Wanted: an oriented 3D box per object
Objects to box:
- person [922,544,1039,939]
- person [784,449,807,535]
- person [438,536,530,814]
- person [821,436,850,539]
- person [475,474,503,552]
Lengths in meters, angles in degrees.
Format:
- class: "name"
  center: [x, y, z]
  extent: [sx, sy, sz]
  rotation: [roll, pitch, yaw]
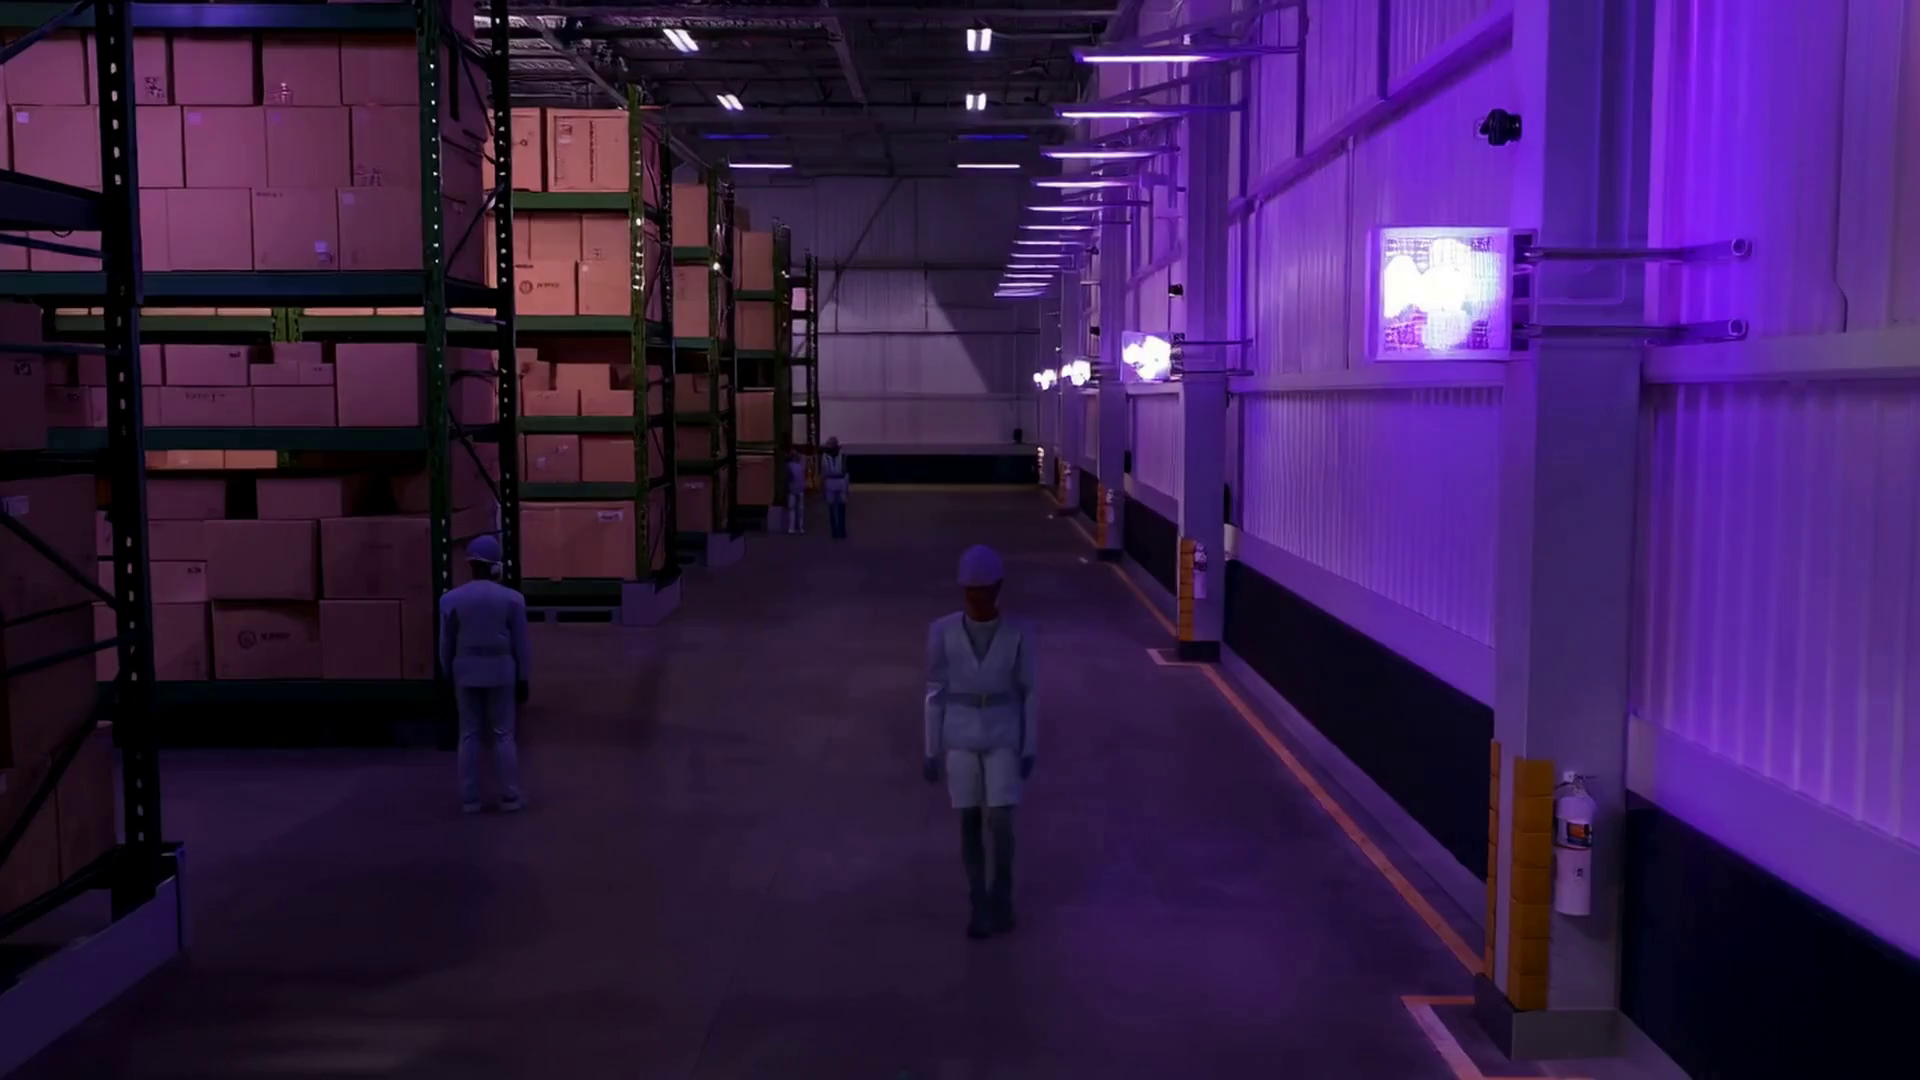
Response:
- class: "person"
  center: [0.094, 0.976, 8.037]
  extent: [0.555, 1.918, 0.407]
  rotation: [1, 5, 8]
- class: "person"
  center: [-3.117, -0.902, 31.571]
  extent: [0.513, 1.640, 0.309]
  rotation: [-5, 7, -44]
- class: "person"
  center: [-2.989, 0.849, 10.503]
  extent: [0.565, 1.750, 0.341]
  rotation: [0, 5, 1]
- class: "person"
  center: [-2.300, -0.967, 30.722]
  extent: [0.541, 1.915, 0.510]
  rotation: [0, 5, -4]
- class: "person"
  center: [-5.088, 0.201, 17.730]
  extent: [0.418, 1.819, 0.599]
  rotation: [-1, 5, -12]
